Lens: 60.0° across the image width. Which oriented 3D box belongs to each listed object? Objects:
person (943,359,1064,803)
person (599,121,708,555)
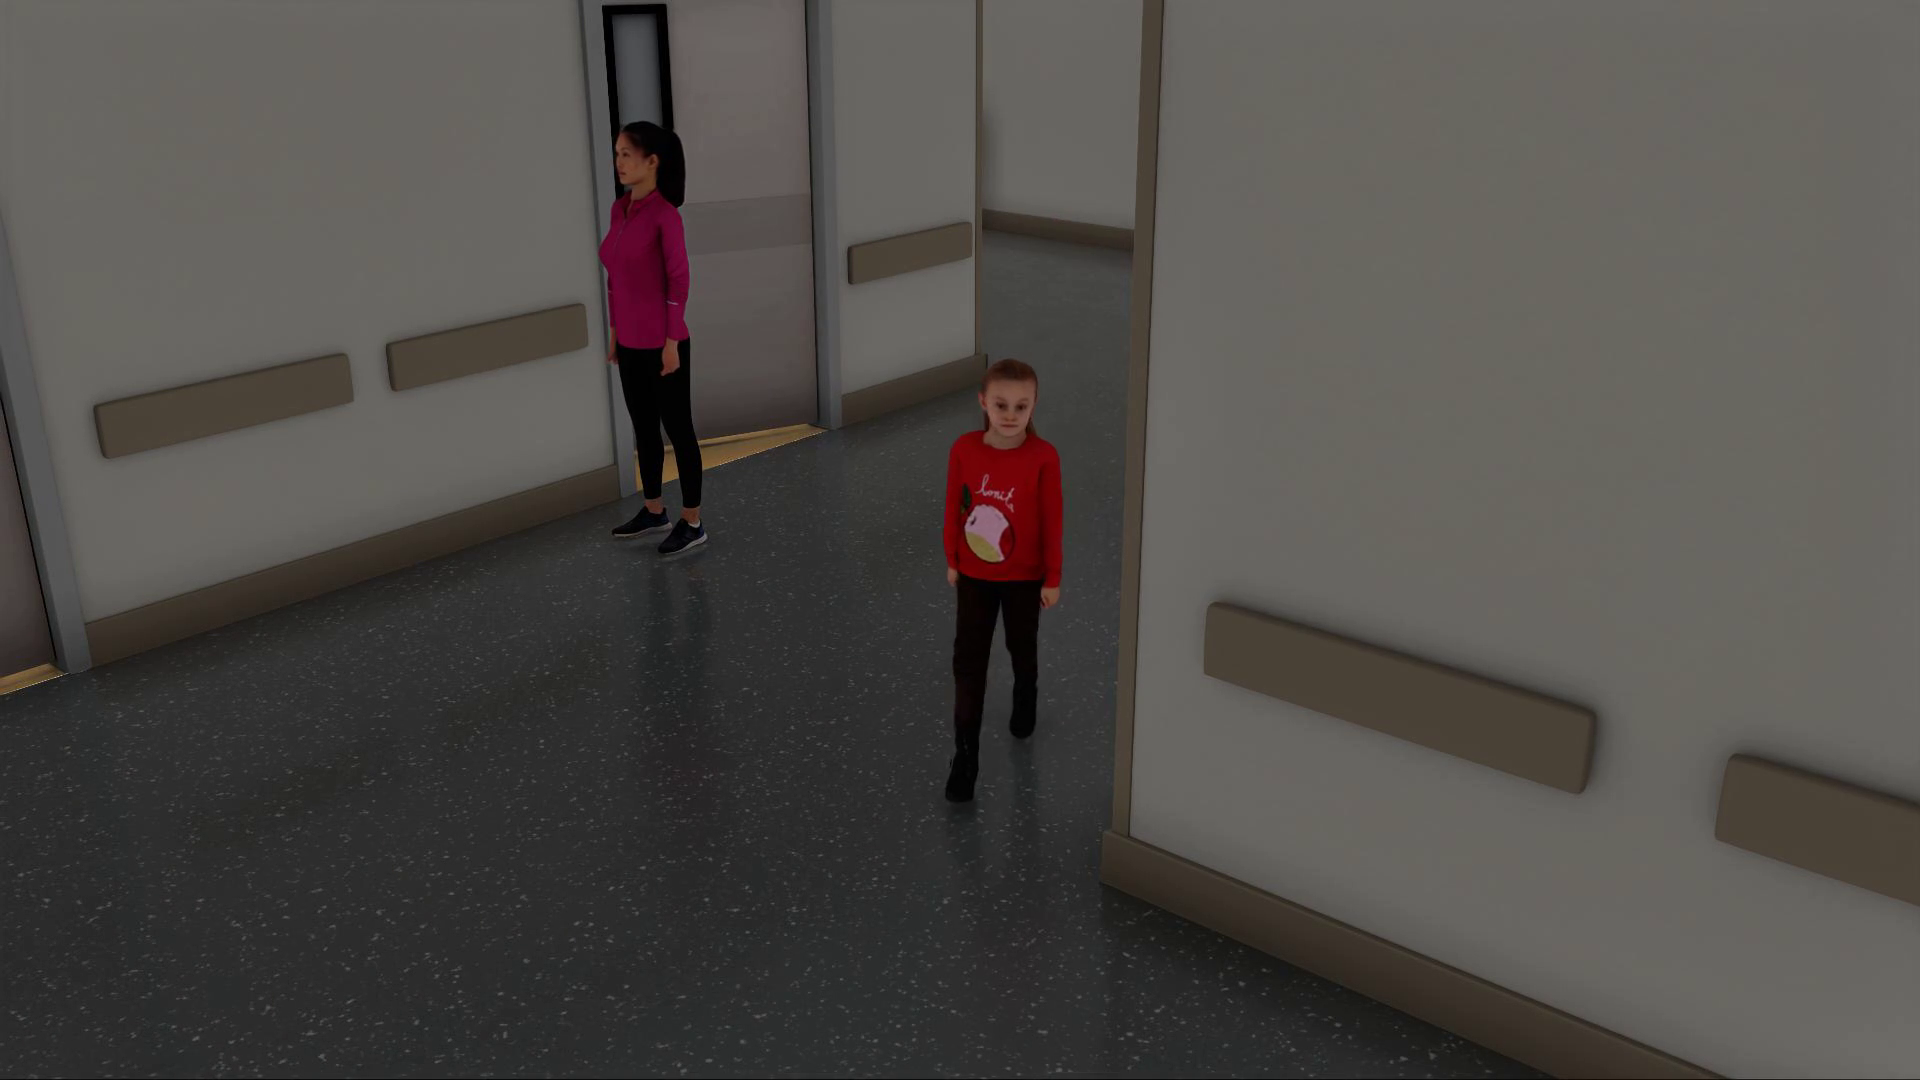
[{"bbox_3d":[0.139,0.076,4.934,0.802,1.256,0.977,3,21,9],"label":"person"},{"bbox_3d":[-1.215,-0.797,6.615,0.571,1.699,0.558,17,27,38],"label":"person"}]
